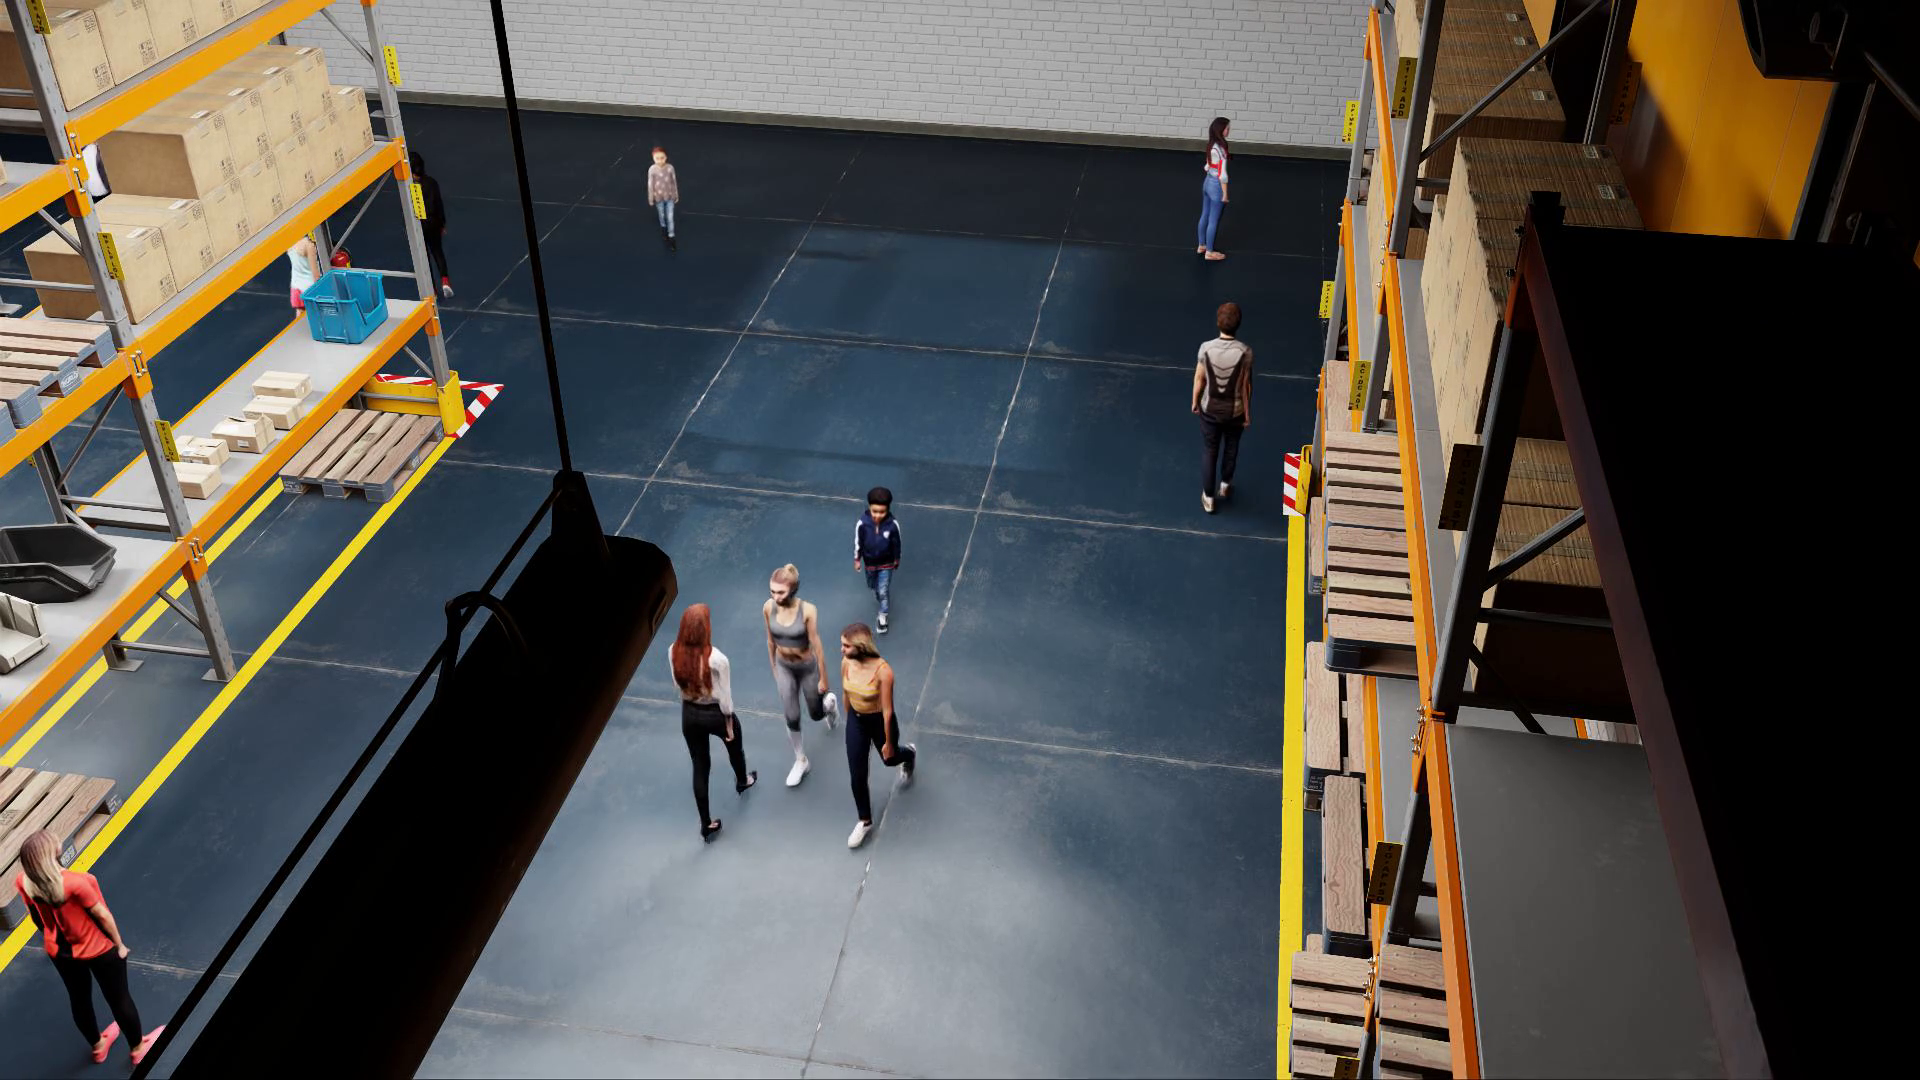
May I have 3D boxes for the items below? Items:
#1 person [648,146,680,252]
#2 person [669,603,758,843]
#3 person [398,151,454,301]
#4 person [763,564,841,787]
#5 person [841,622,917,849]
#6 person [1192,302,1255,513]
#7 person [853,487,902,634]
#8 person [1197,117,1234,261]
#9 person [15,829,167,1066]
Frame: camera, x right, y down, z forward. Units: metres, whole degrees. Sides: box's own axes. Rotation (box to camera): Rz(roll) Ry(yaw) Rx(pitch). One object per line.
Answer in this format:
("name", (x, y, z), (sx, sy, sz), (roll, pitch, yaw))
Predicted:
("person", (-3.395, -3.954, 19.068), (0.685, 1.173, 0.892), (-6, 34, -9))
("person", (-1.679, 1.233, 10.760), (0.699, 1.731, 0.973), (10, 35, 14))
("person", (-5.651, -3.289, 17.629), (0.842, 1.658, 0.915), (-19, 38, -26))
("person", (-1.067, 0.849, 11.377), (0.676, 1.688, 0.984), (7, 34, 10))
("person", (-0.532, 1.188, 10.948), (0.823, 1.598, 1.154), (15, 36, 21))
("person", (2.222, -1.071, 14.096), (0.674, 1.875, 0.710), (7, 34, 10))
("person", (-0.630, 0.103, 12.929), (0.526, 1.211, 0.747), (4, 34, 6))
("person", (2.858, -3.957, 18.676), (0.716, 1.613, 0.587), (-9, 35, -14))
("person", (-4.882, 2.265, 9.241), (0.597, 1.693, 0.531), (4, 34, 6))
